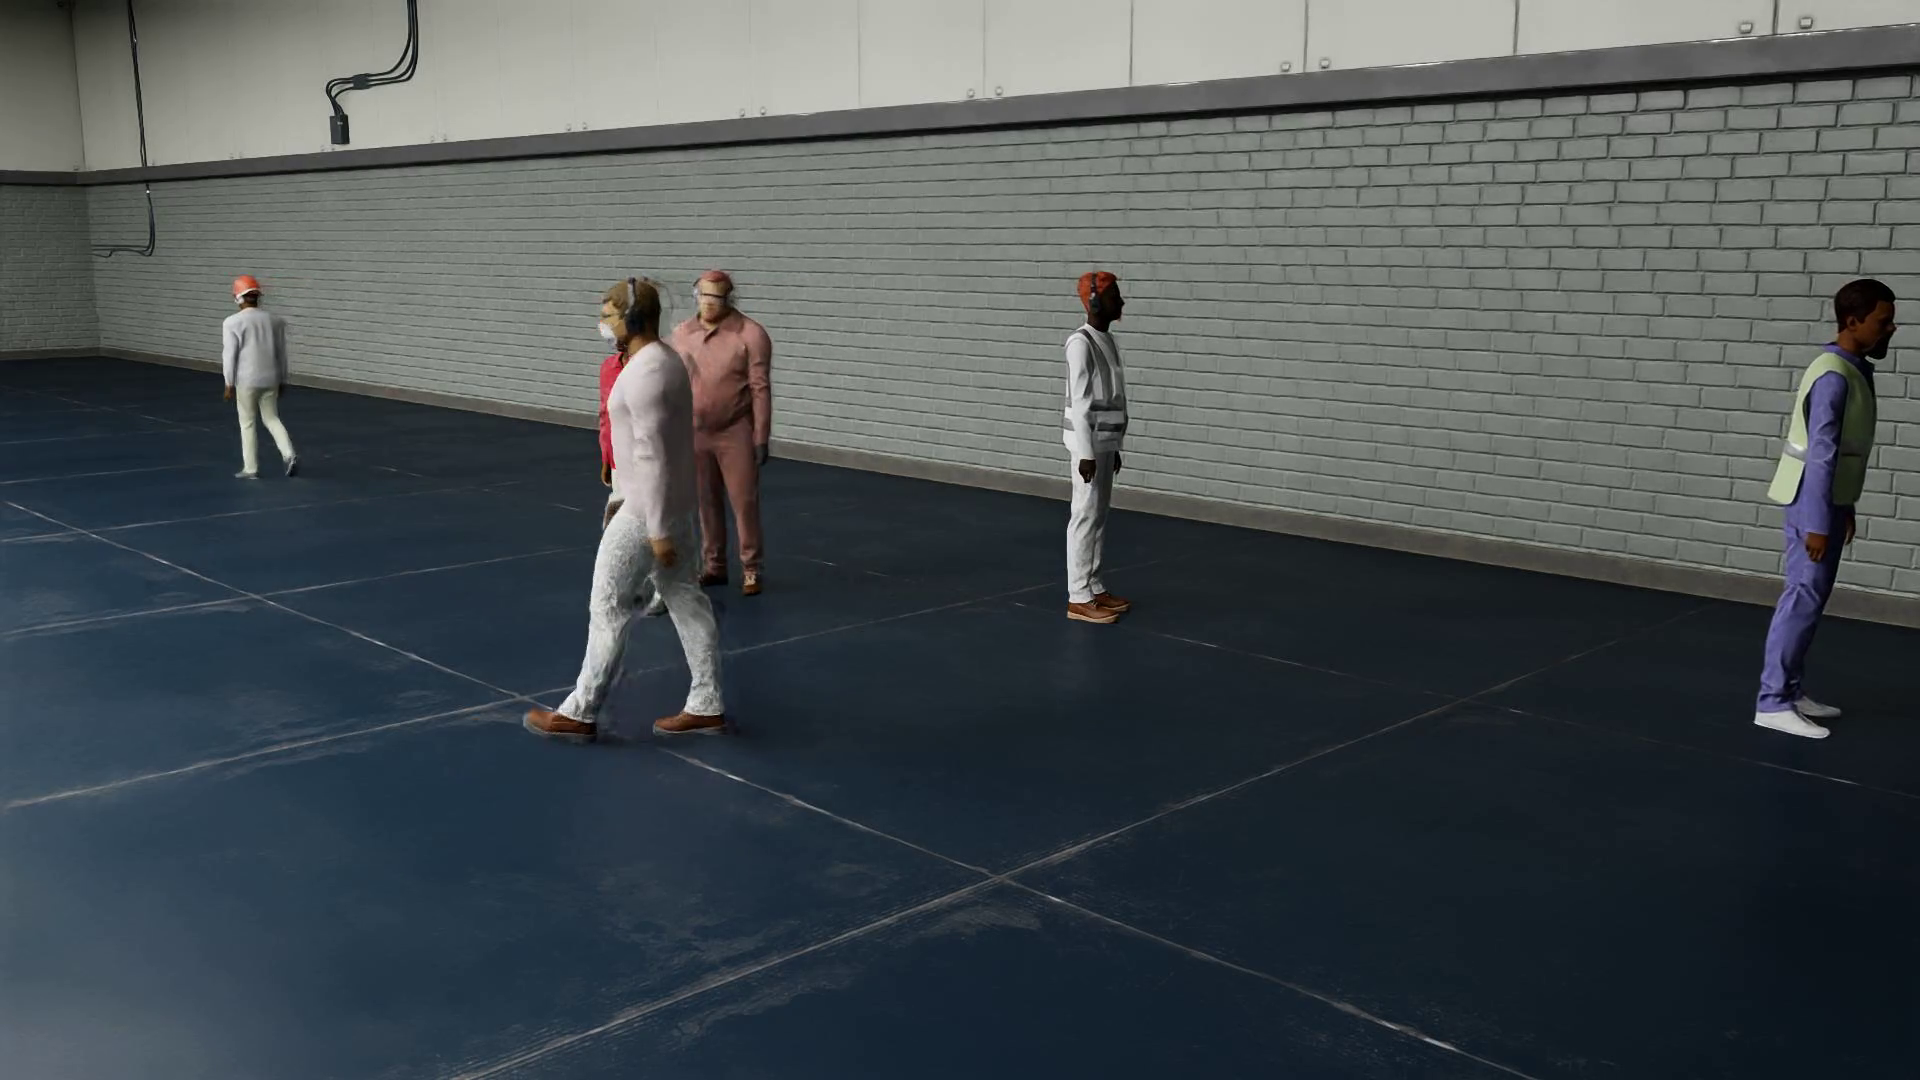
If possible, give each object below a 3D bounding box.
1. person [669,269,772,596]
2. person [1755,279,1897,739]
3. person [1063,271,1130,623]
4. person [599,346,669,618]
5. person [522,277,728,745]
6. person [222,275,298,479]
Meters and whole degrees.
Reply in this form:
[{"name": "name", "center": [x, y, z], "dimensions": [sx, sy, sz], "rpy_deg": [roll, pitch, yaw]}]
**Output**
[{"name": "person", "center": [-1.396, -0.613, 9.632], "dimensions": [0.669, 1.889, 0.414], "rpy_deg": [4, 11, 19]}, {"name": "person", "center": [3.611, -0.130, 6.956], "dimensions": [0.412, 1.904, 0.600], "rpy_deg": [7, 13, 34]}, {"name": "person", "center": [0.746, -0.504, 9.022], "dimensions": [0.355, 1.885, 0.575], "rpy_deg": [4, 11, 19]}, {"name": "person", "center": [-1.782, -0.452, 9.110], "dimensions": [0.563, 1.746, 0.348], "rpy_deg": [8, 13, 36]}, {"name": "person", "center": [-1.387, -0.108, 6.802], "dimensions": [0.914, 1.898, 0.644], "rpy_deg": [1, 10, 4]}, {"name": "person", "center": [-5.994, -1.378, 14.187], "dimensions": [0.451, 1.754, 0.583], "rpy_deg": [7, 12, 33]}]
